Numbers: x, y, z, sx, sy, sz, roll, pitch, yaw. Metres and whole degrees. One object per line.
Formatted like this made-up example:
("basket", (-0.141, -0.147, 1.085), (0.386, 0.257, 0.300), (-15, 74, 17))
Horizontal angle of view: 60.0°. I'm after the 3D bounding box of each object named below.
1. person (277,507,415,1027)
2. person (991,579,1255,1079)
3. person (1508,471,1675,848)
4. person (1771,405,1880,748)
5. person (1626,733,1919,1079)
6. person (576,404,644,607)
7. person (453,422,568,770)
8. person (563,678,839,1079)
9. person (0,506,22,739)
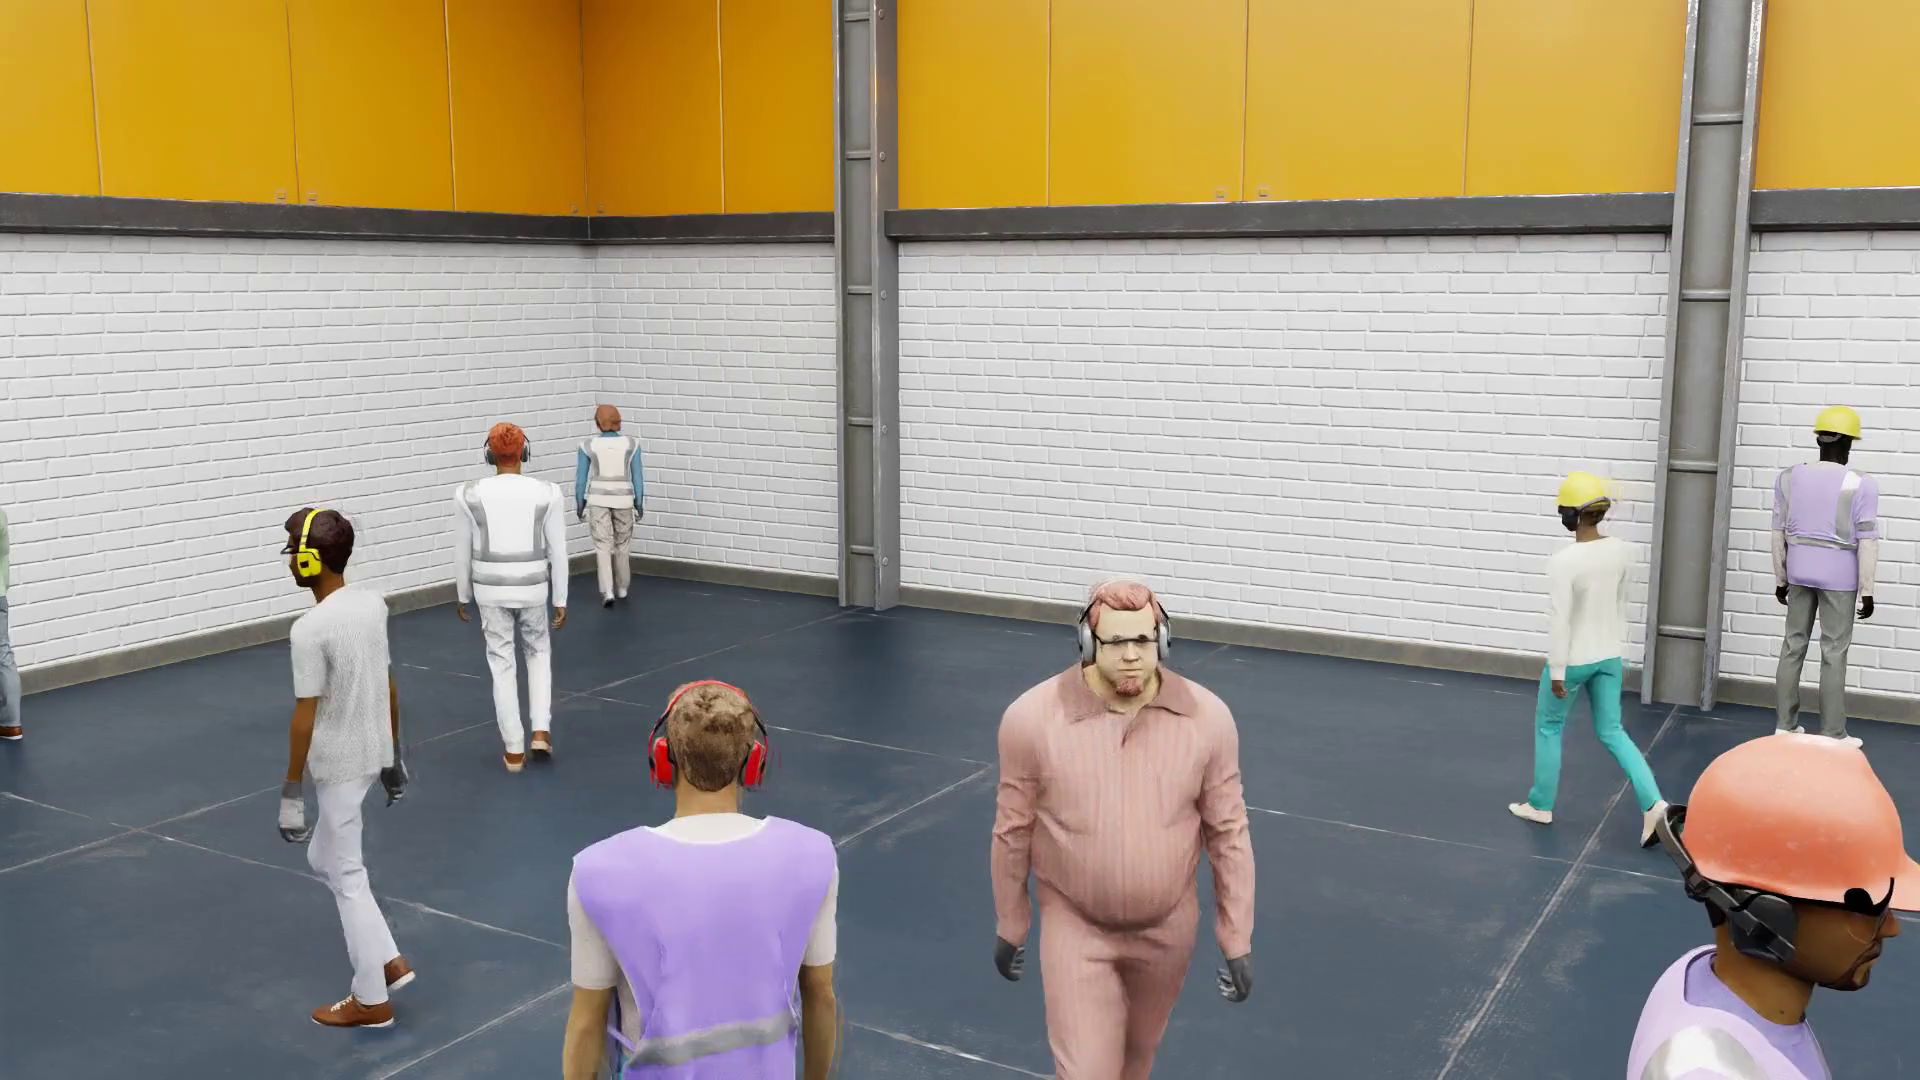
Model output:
("person", (-2.169, 0.806, 5.769), (0.396, 1.854, 0.556), (1, 9, 7))
("person", (0.443, 1.030, 4.348), (0.676, 1.852, 0.976), (-1, 9, -7))
("person", (2.953, 0.549, 7.736), (0.533, 1.738, 0.796), (-4, 10, -26))
("person", (4.817, 0.210, 9.274), (0.370, 1.924, 0.586), (-6, 11, -34))
("person", (1.091, 1.263, 2.329), (0.372, 2.044, 0.607), (4, 10, 24))
("person", (-2.796, -0.280, 13.300), (0.531, 1.616, 0.697), (-3, 9, -16))
("person", (-2.408, 0.296, 8.939), (0.579, 1.866, 0.481), (-3, 10, -18))
("person", (-0.512, 1.199, 3.411), (0.592, 1.820, 0.522), (-5, 10, -28))
("person", (-5.479, 0.358, 9.252), (0.282, 1.633, 0.498), (1, 9, 8))
